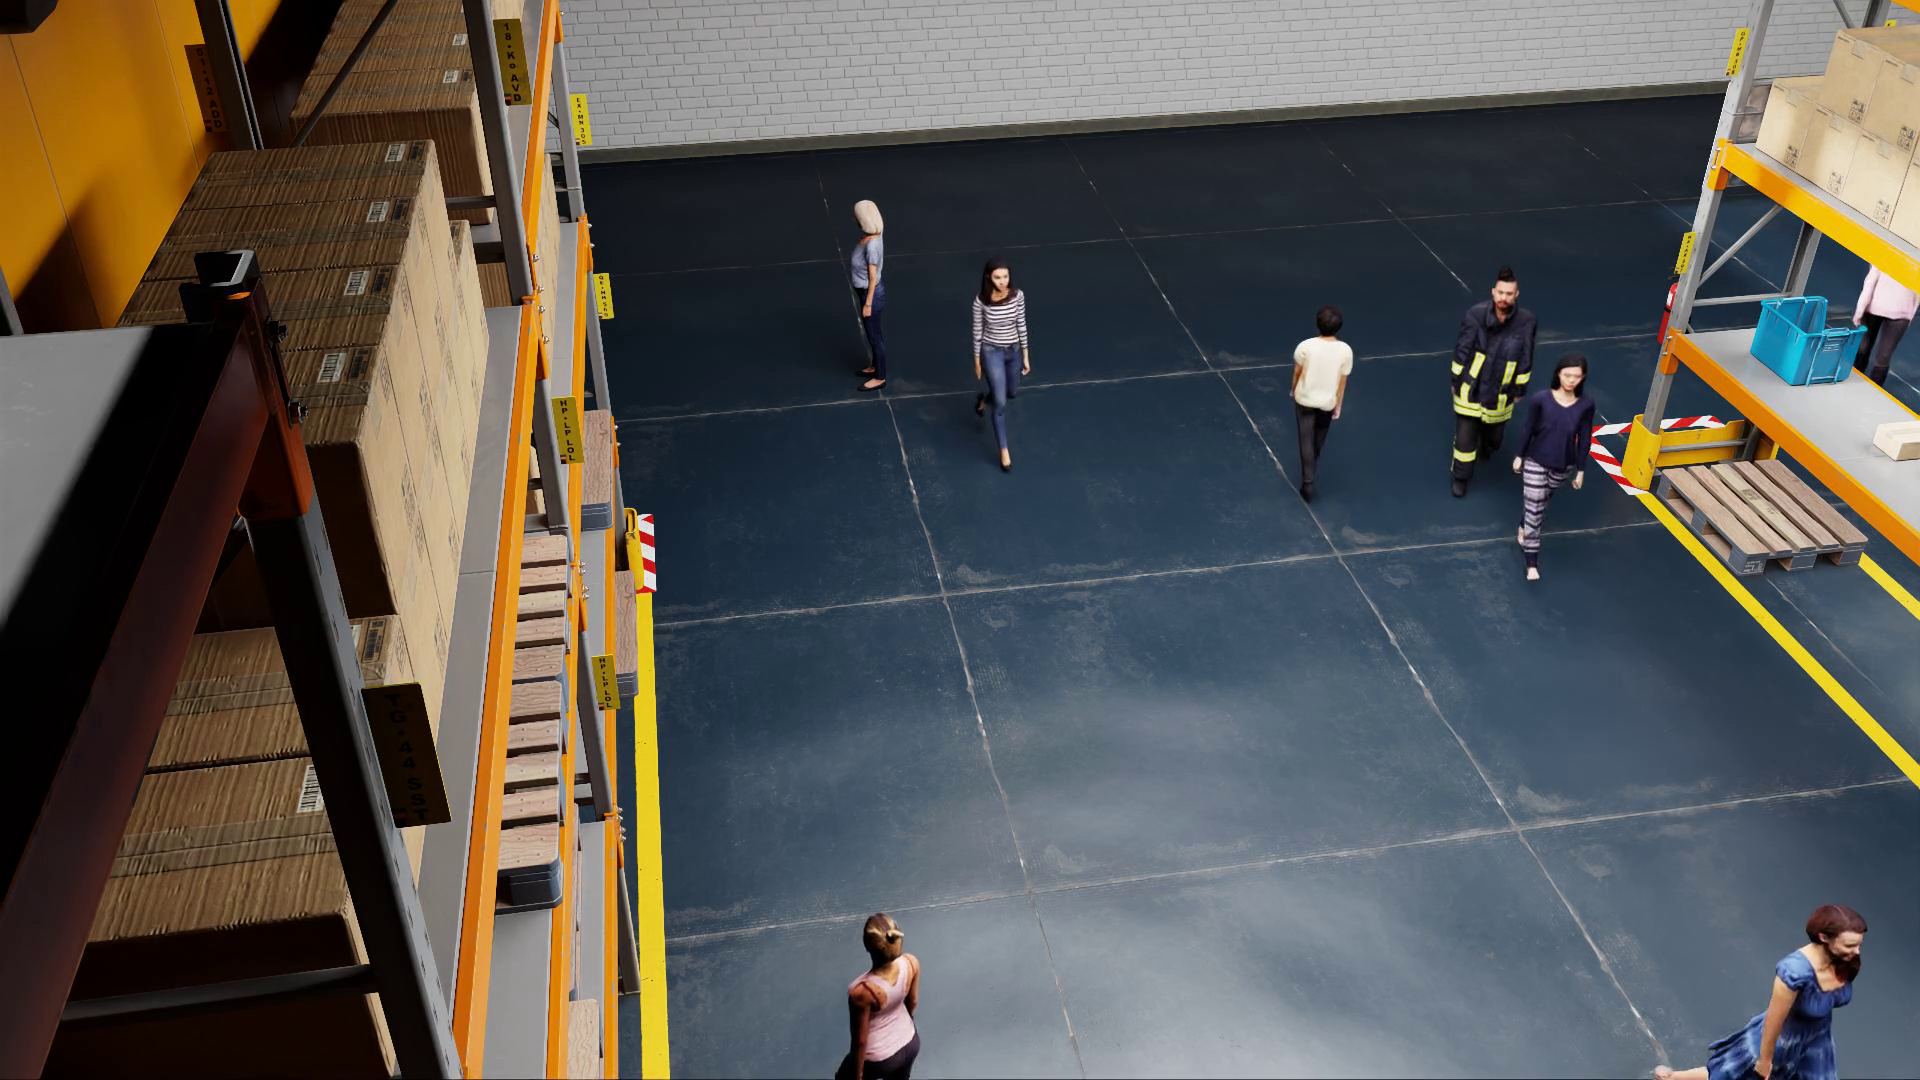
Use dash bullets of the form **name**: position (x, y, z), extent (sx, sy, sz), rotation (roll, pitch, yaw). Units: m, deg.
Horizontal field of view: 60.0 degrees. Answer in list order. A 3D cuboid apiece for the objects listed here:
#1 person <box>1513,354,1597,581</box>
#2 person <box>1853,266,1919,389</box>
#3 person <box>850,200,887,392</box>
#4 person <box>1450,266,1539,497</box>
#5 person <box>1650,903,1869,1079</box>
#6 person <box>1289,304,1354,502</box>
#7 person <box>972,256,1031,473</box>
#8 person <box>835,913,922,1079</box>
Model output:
- **person**: position (4.254, -0.595, 12.026), extent (0.860, 1.686, 1.160), rotation (5, 34, 7)
- **person**: position (7.833, -1.937, 14.089), extent (1.058, 1.637, 1.156), rotation (19, 38, 26)
- **person**: position (-0.760, -2.112, 14.278), extent (0.659, 1.719, 0.473), rotation (-2, 34, -4)
- **person**: position (4.096, -1.261, 12.885), extent (0.975, 1.843, 1.069), rotation (10, 35, 15)
- **person**: position (3.689, 2.285, 7.619), extent (0.866, 1.768, 1.211), rotation (-16, 37, -22)
- **person**: position (2.746, -1.019, 12.775), extent (0.696, 1.563, 0.925), rotation (0, 34, 0)
- **person**: position (0.300, -1.454, 13.244), extent (0.745, 1.767, 1.074), rotation (-12, 35, -17)
- **person**: position (-0.298, 2.375, 7.608), extent (0.724, 1.631, 0.777), rotation (-25, 41, -32)
